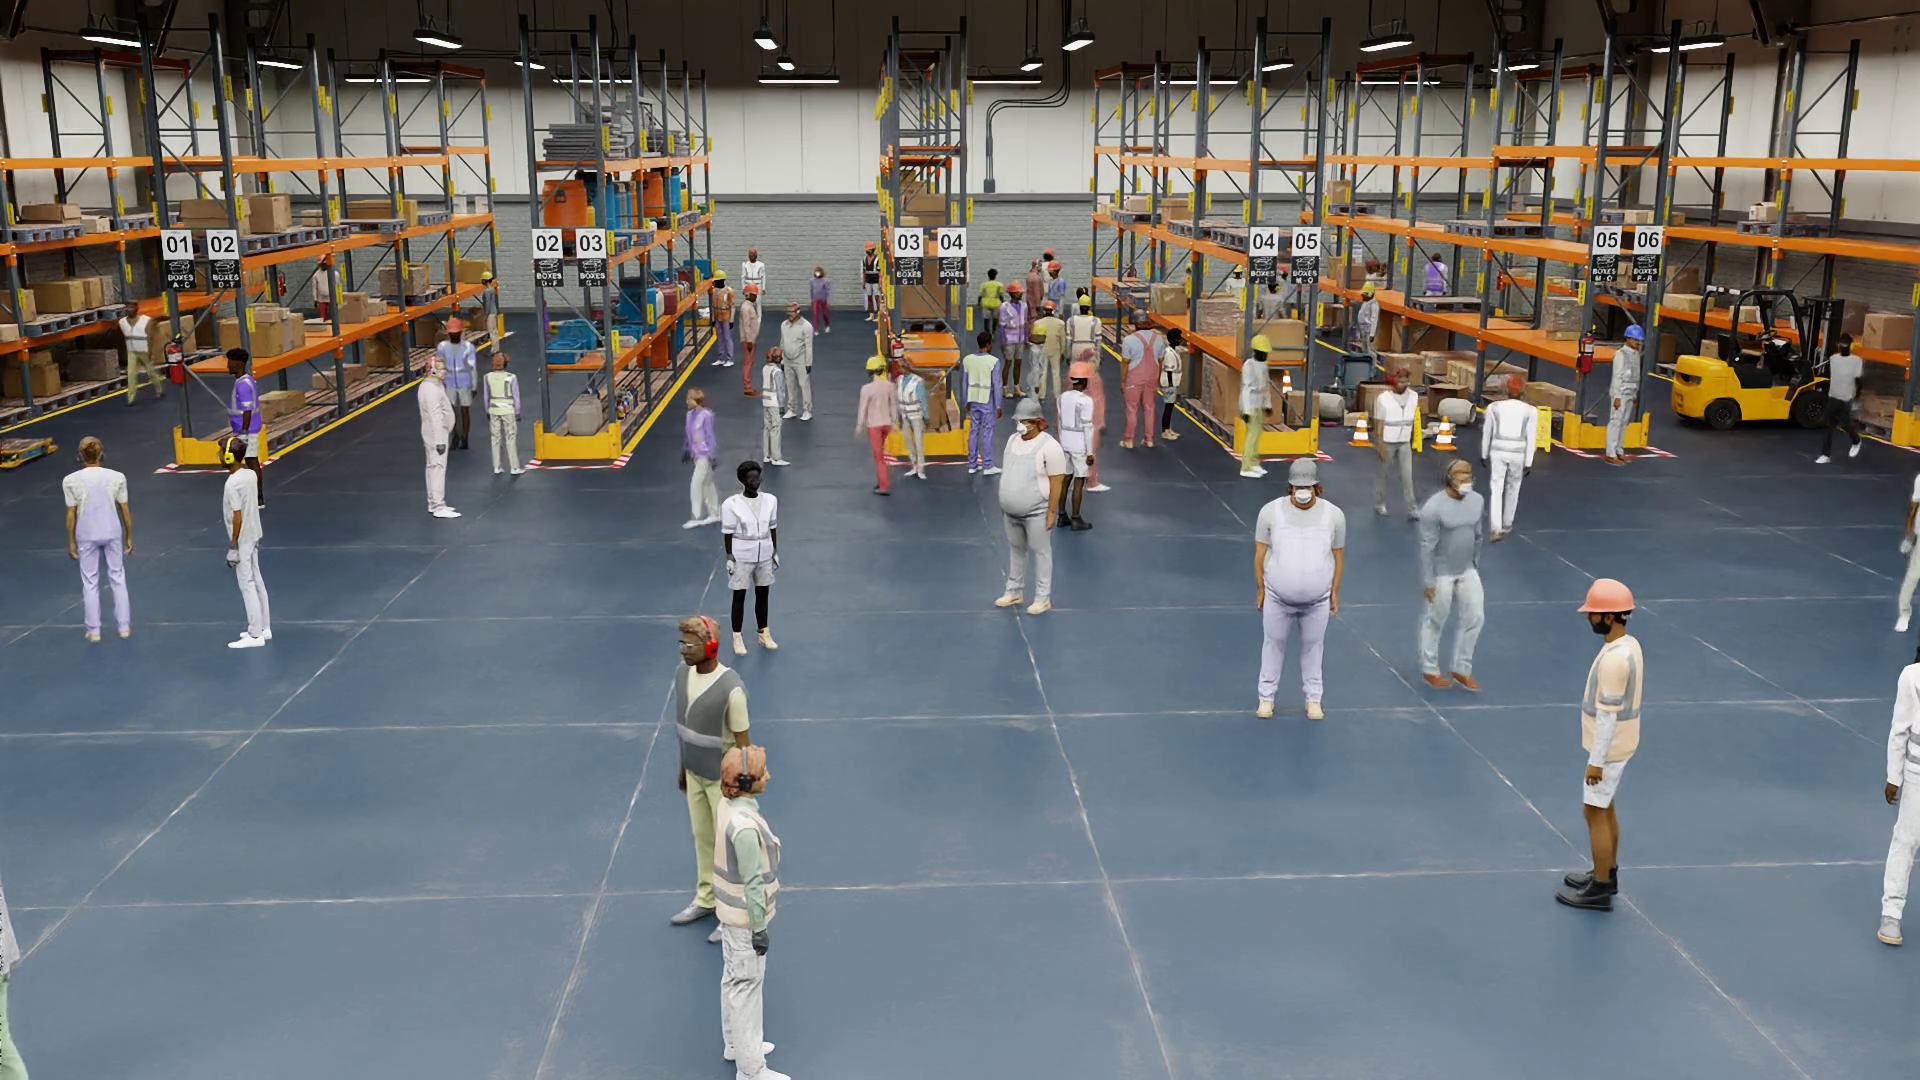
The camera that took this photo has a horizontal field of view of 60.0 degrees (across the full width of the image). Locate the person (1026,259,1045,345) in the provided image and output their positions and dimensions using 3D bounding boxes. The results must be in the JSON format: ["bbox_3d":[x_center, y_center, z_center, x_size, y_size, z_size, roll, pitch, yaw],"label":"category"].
[{"bbox_3d":[1.684,-5.284,36.971,0.400,1.900,0.636,-3,14,-13],"label":"person"}]

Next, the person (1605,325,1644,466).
[{"bbox_3d":[9.177,-2.002,22.954,0.402,1.944,0.605,12,18,42],"label":"person"}]

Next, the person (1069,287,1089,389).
[{"bbox_3d":[2.163,-3.636,30.062,0.318,1.865,0.522,-7,15,-29],"label":"person"}]

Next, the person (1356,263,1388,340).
[{"bbox_3d":[9.229,-5.218,36.844,0.813,1.844,0.516,6,14,23],"label":"person"}]

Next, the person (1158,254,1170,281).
[{"bbox_3d":[5.292,-6.626,43.199,0.310,1.638,0.523,4,14,18],"label":"person"}]

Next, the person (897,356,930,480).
[{"bbox_3d":[-0.610,-1.613,21.996,0.360,1.627,0.623,-11,17,-40],"label":"person"}]

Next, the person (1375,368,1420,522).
[{"bbox_3d":[5.140,-1.104,19.449,0.597,1.794,0.914,-4,14,-18],"label":"person"}]

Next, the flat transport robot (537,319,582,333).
[{"bbox_3d":[-9.335,-5.128,39.782,0.652,0.197,1.431,11,17,40],"label":"flat transport robot"}]

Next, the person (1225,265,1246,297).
[{"bbox_3d":[6.209,-5.300,37.310,0.534,1.767,0.313,0,13,1],"label":"person"}]

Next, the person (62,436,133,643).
[{"bbox_3d":[-7.614,-0.003,14.730,0.519,1.835,0.354,-10,16,-36],"label":"person"}]

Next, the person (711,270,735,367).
[{"bbox_3d":[-4.760,-4.431,33.288,0.593,1.922,0.373,10,17,37],"label":"person"}]

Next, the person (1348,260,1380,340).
[{"bbox_3d":[9.291,-5.378,37.501,0.768,1.846,0.598,-8,16,-31],"label":"person"}]

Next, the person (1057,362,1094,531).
[{"bbox_3d":[1.349,-1.072,19.066,0.390,1.931,0.547,-10,16,-36],"label":"person"}]

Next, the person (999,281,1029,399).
[{"bbox_3d":[0.958,-3.497,29.066,0.614,2.047,0.357,-10,17,-37],"label":"person"}]

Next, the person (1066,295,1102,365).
[{"bbox_3d":[2.056,-3.090,27.602,0.594,1.924,0.374,2,13,9],"label":"person"}]

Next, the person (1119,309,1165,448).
[{"bbox_3d":[2.619,-2.364,24.283,0.685,2.000,0.535,-6,14,-23],"label":"person"}]

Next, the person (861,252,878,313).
[{"bbox_3d":[-2.371,-6.906,44.111,0.523,1.769,0.321,4,14,15],"label":"person"}]

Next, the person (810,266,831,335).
[{"bbox_3d":[-3.270,-5.639,39.091,0.504,1.610,0.735,3,14,12],"label":"person"}]

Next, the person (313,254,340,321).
[{"bbox_3d":[-14.094,-5.357,37.056,0.612,1.995,0.393,-1,13,-3],"label":"person"}]

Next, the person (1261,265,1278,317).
[{"bbox_3d":[8.017,-6.597,43.088,0.498,1.634,0.281,-10,17,-37],"label":"person"}]

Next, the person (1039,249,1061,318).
[{"bbox_3d":[2.027,-5.869,39.256,0.642,1.974,0.985,-1,13,-6],"label":"person"}]

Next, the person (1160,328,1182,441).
[{"bbox_3d":[3.159,-2.335,24.921,0.319,1.688,0.539,3,14,11],"label":"person"}]

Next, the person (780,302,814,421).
[{"bbox_3d":[-2.648,-2.874,26.763,0.641,1.899,0.395,9,16,33],"label":"person"}]

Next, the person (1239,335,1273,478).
[{"bbox_3d":[3.953,-1.792,22.135,0.436,1.911,0.687,9,16,34],"label":"person"}]

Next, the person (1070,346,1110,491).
[{"bbox_3d":[1.555,-1.496,20.955,0.760,1.881,0.642,-4,14,-15],"label":"person"}]

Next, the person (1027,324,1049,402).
[{"bbox_3d":[1.163,-2.367,24.958,0.342,1.735,0.483,1,13,3],"label":"person"}]

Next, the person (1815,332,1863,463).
[{"bbox_3d":[12.335,-1.984,23.144,0.818,1.835,0.517,-8,16,-31],"label":"person"}]

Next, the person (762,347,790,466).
[{"bbox_3d":[-2.563,-1.847,22.952,0.314,1.638,0.521,-8,15,-30],"label":"person"}]

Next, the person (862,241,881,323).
[{"bbox_3d":[-2.216,-6.478,41.748,0.620,2.028,0.410,9,16,34],"label":"person"}]

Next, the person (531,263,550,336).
[{"bbox_3d":[-9.798,-5.637,38.761,0.334,1.749,0.576,-9,16,-35],"label":"person"}]

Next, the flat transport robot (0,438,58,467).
[{"bbox_3d":[-13.284,-1.232,23.280,0.652,0.197,1.431,-1,13,-5],"label":"flat transport robot"}]
